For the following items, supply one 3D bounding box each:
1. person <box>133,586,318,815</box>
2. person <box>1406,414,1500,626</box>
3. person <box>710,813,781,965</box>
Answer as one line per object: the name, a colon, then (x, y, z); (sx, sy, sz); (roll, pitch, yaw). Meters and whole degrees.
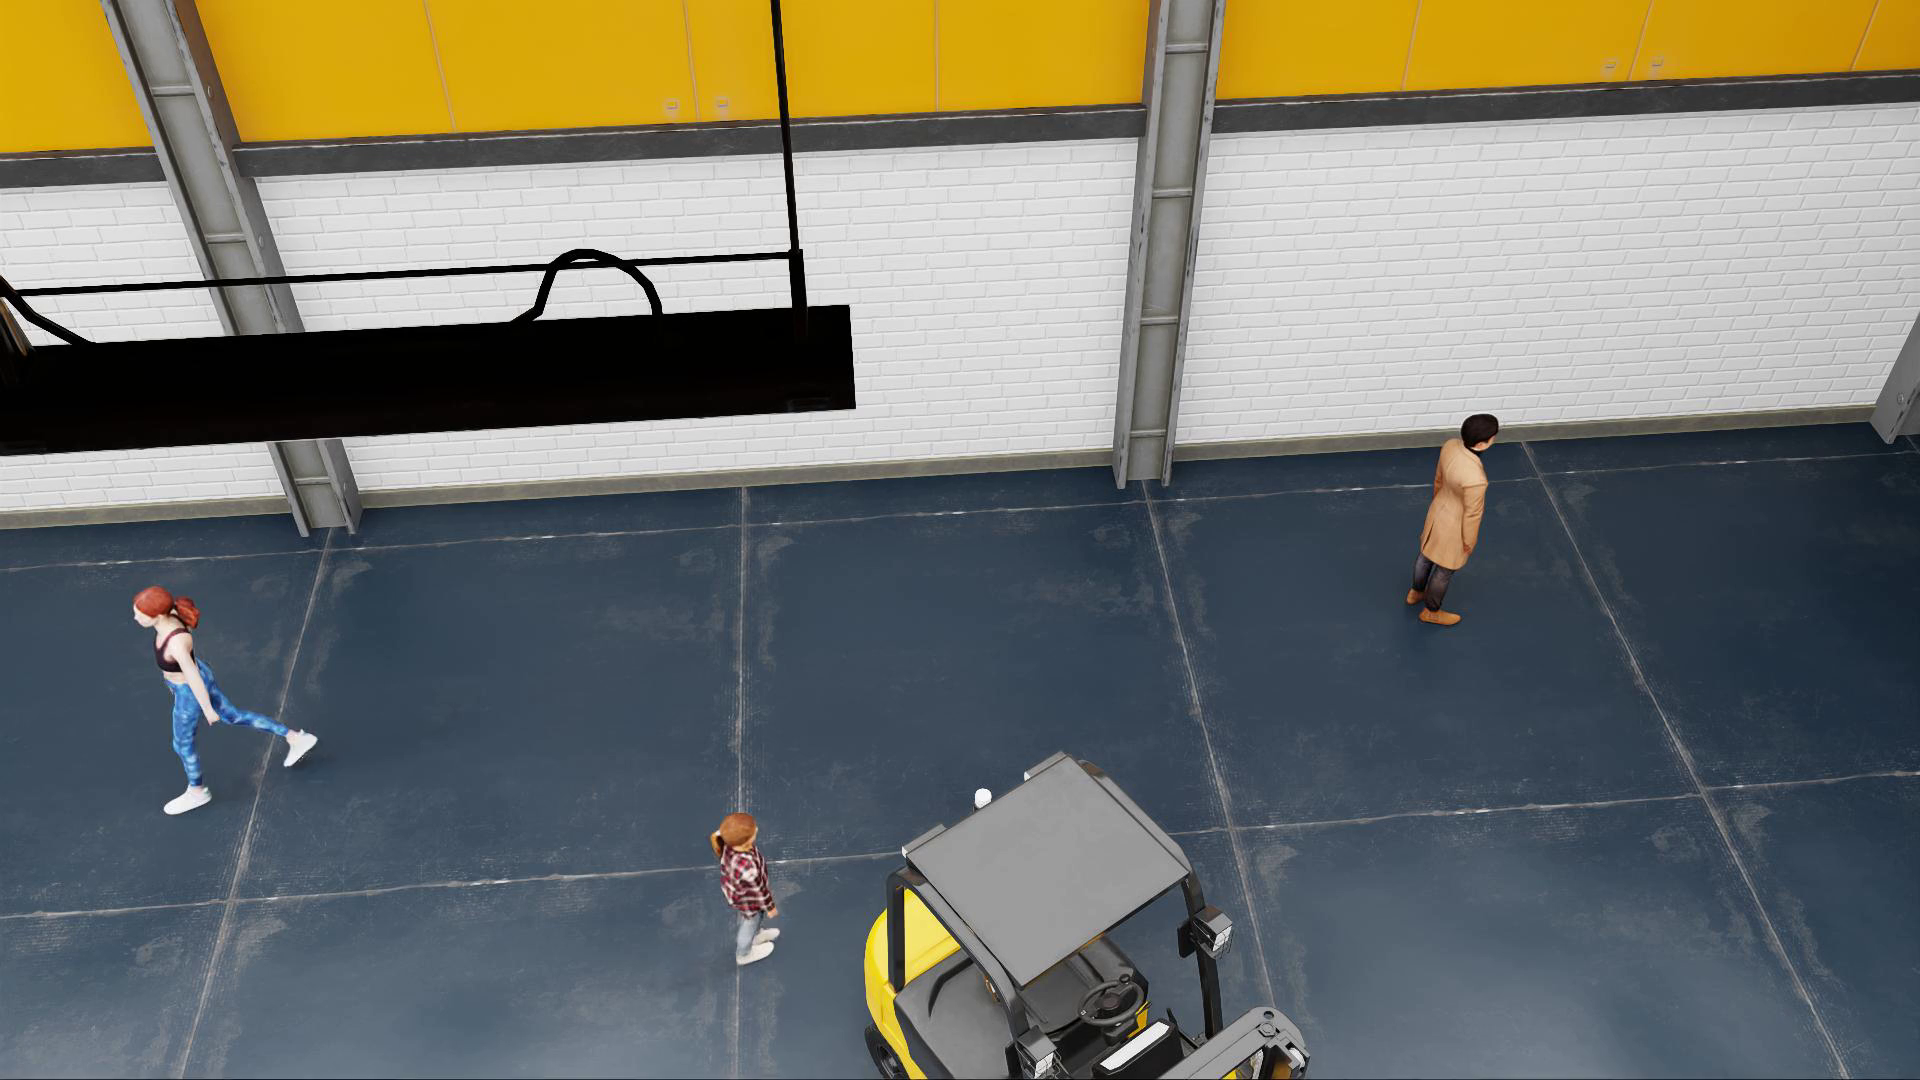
person: (-4.437, 0.885, 9.866); (1.246, 1.751, 0.854); (-17, 46, -17)
person: (3.242, -0.148, 10.967); (0.668, 1.727, 0.682); (-10, 45, -11)
person: (-1.222, 1.939, 9.090); (0.642, 1.295, 0.616); (-19, 47, -19)
